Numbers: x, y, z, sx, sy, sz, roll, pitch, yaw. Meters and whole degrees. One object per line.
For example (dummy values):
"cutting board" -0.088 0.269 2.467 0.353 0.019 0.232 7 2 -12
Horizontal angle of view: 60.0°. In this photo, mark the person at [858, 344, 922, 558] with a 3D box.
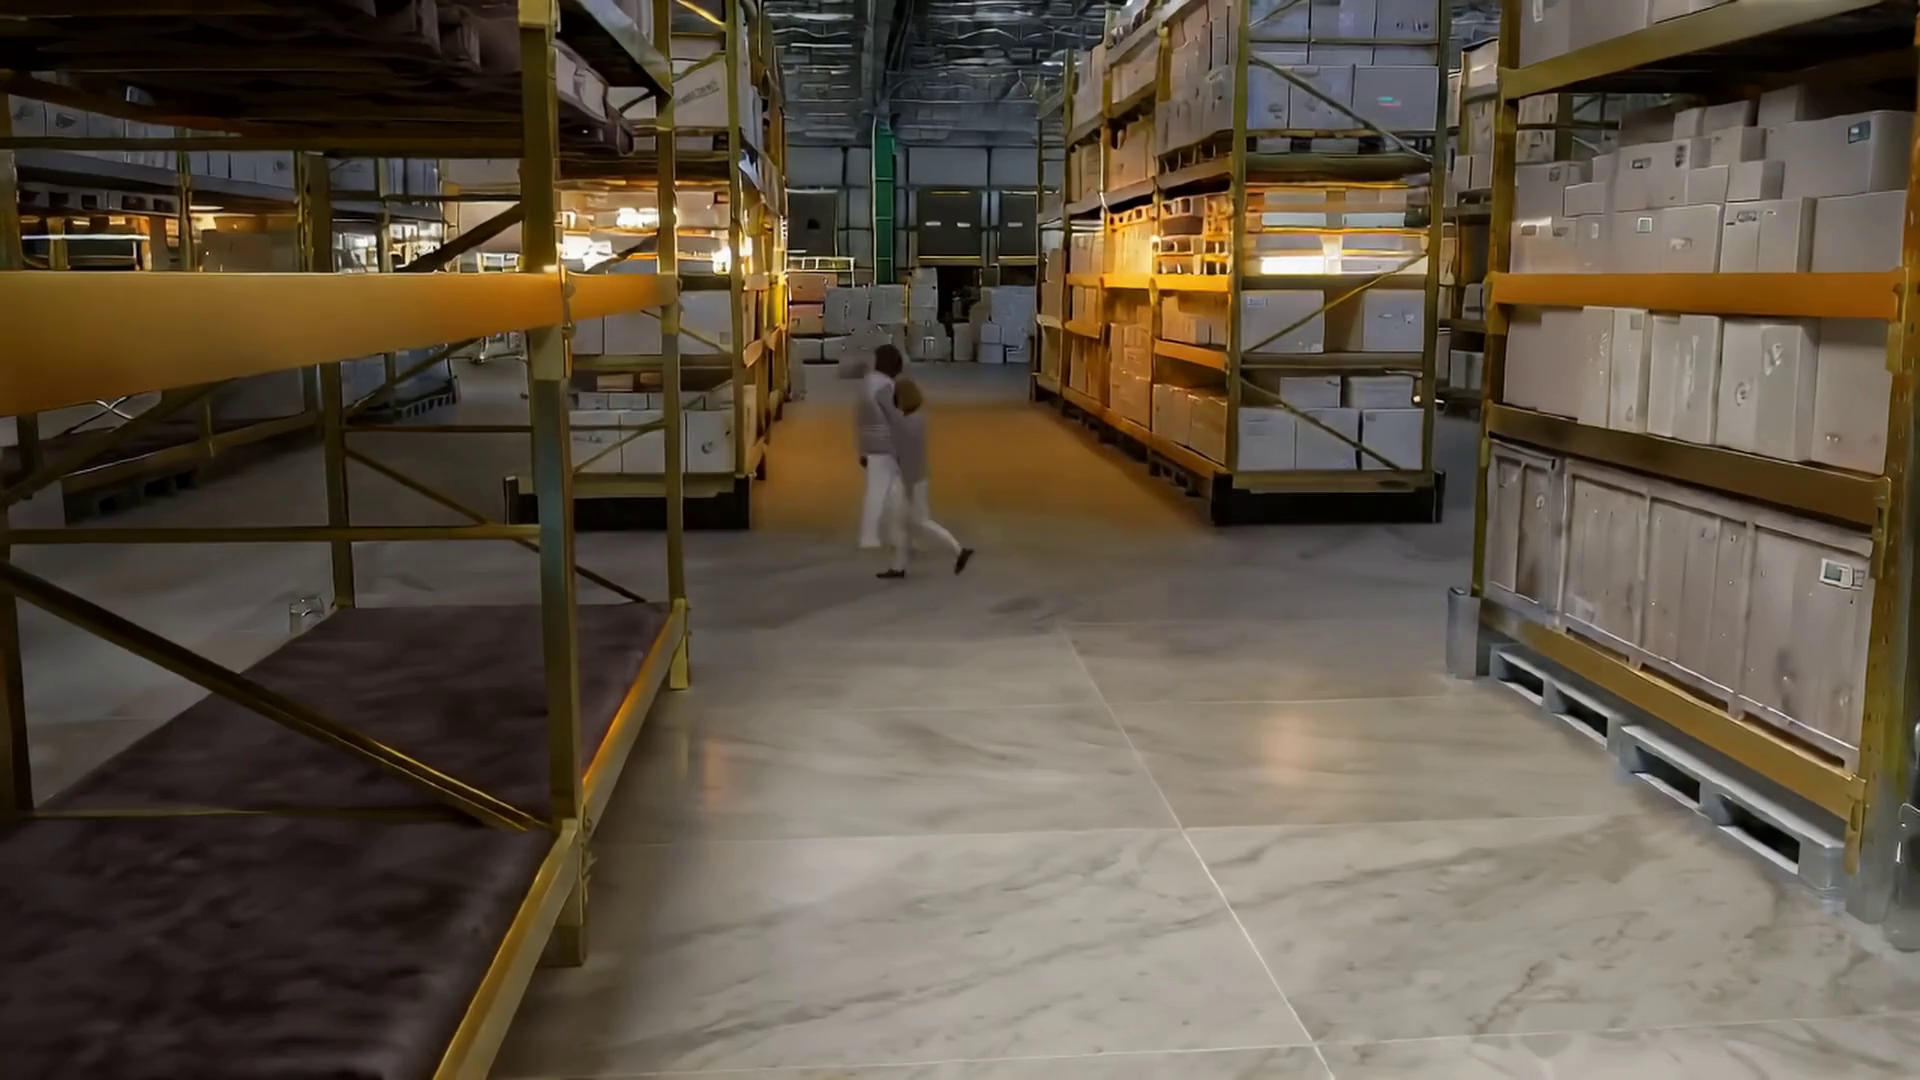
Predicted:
"person" -0.556 -0.752 14.204 0.746 1.817 0.649 -2 9 -13

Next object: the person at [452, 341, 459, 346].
"person" -16.968 -7.463 55.953 0.379 1.937 0.629 -4 10 -25

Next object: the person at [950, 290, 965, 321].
"person" -0.092 -7.641 57.216 0.610 1.885 0.625 5 10 29

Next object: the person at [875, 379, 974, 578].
"person" -0.280 -0.466 13.064 0.714 1.609 0.510 0 9 -2
